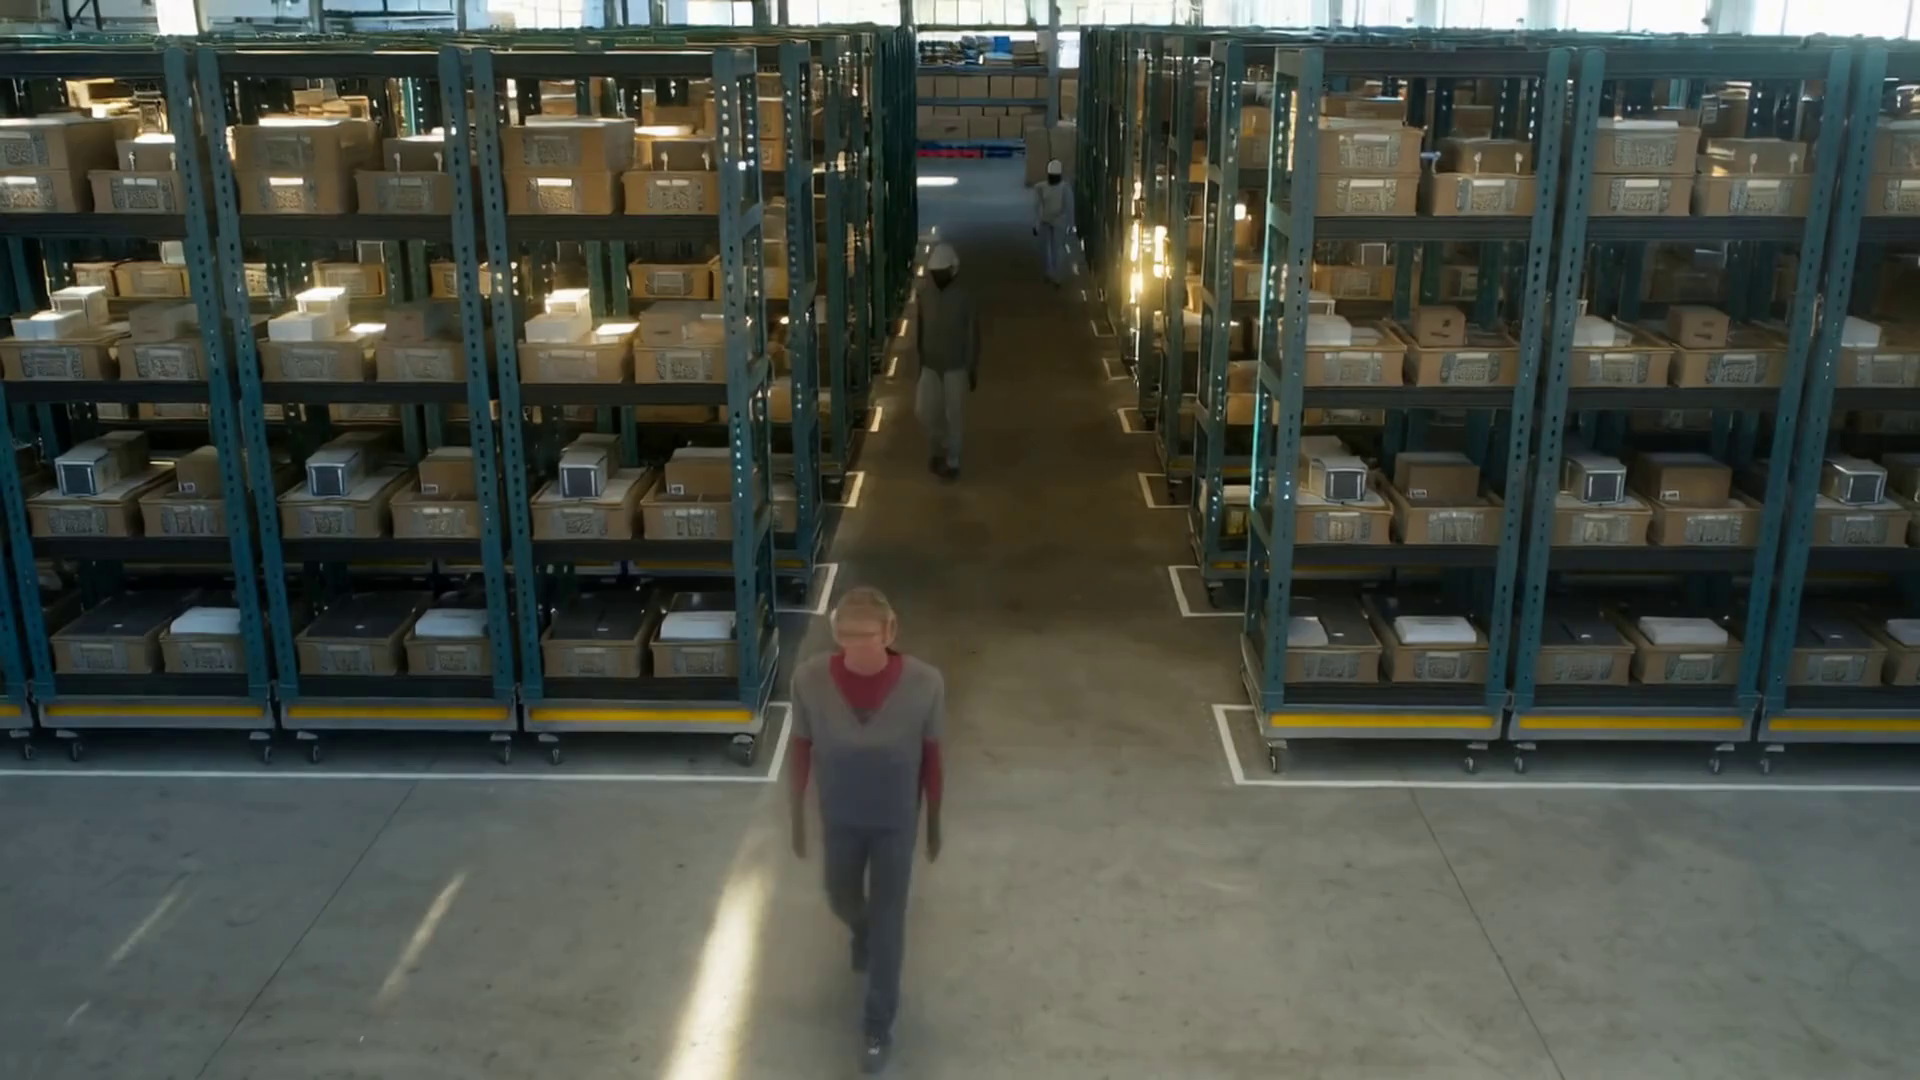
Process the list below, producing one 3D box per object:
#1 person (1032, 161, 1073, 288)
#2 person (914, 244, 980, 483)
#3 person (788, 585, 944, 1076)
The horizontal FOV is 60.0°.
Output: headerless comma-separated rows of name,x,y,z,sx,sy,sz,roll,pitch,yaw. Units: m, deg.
person,1.332,-4.563,23.995,0.582,1.785,0.952,1,17,4
person,-0.117,-1.439,13.707,0.621,1.980,0.439,7,19,22
person,-0.340,0.993,6.229,0.578,1.821,0.780,1,17,5
